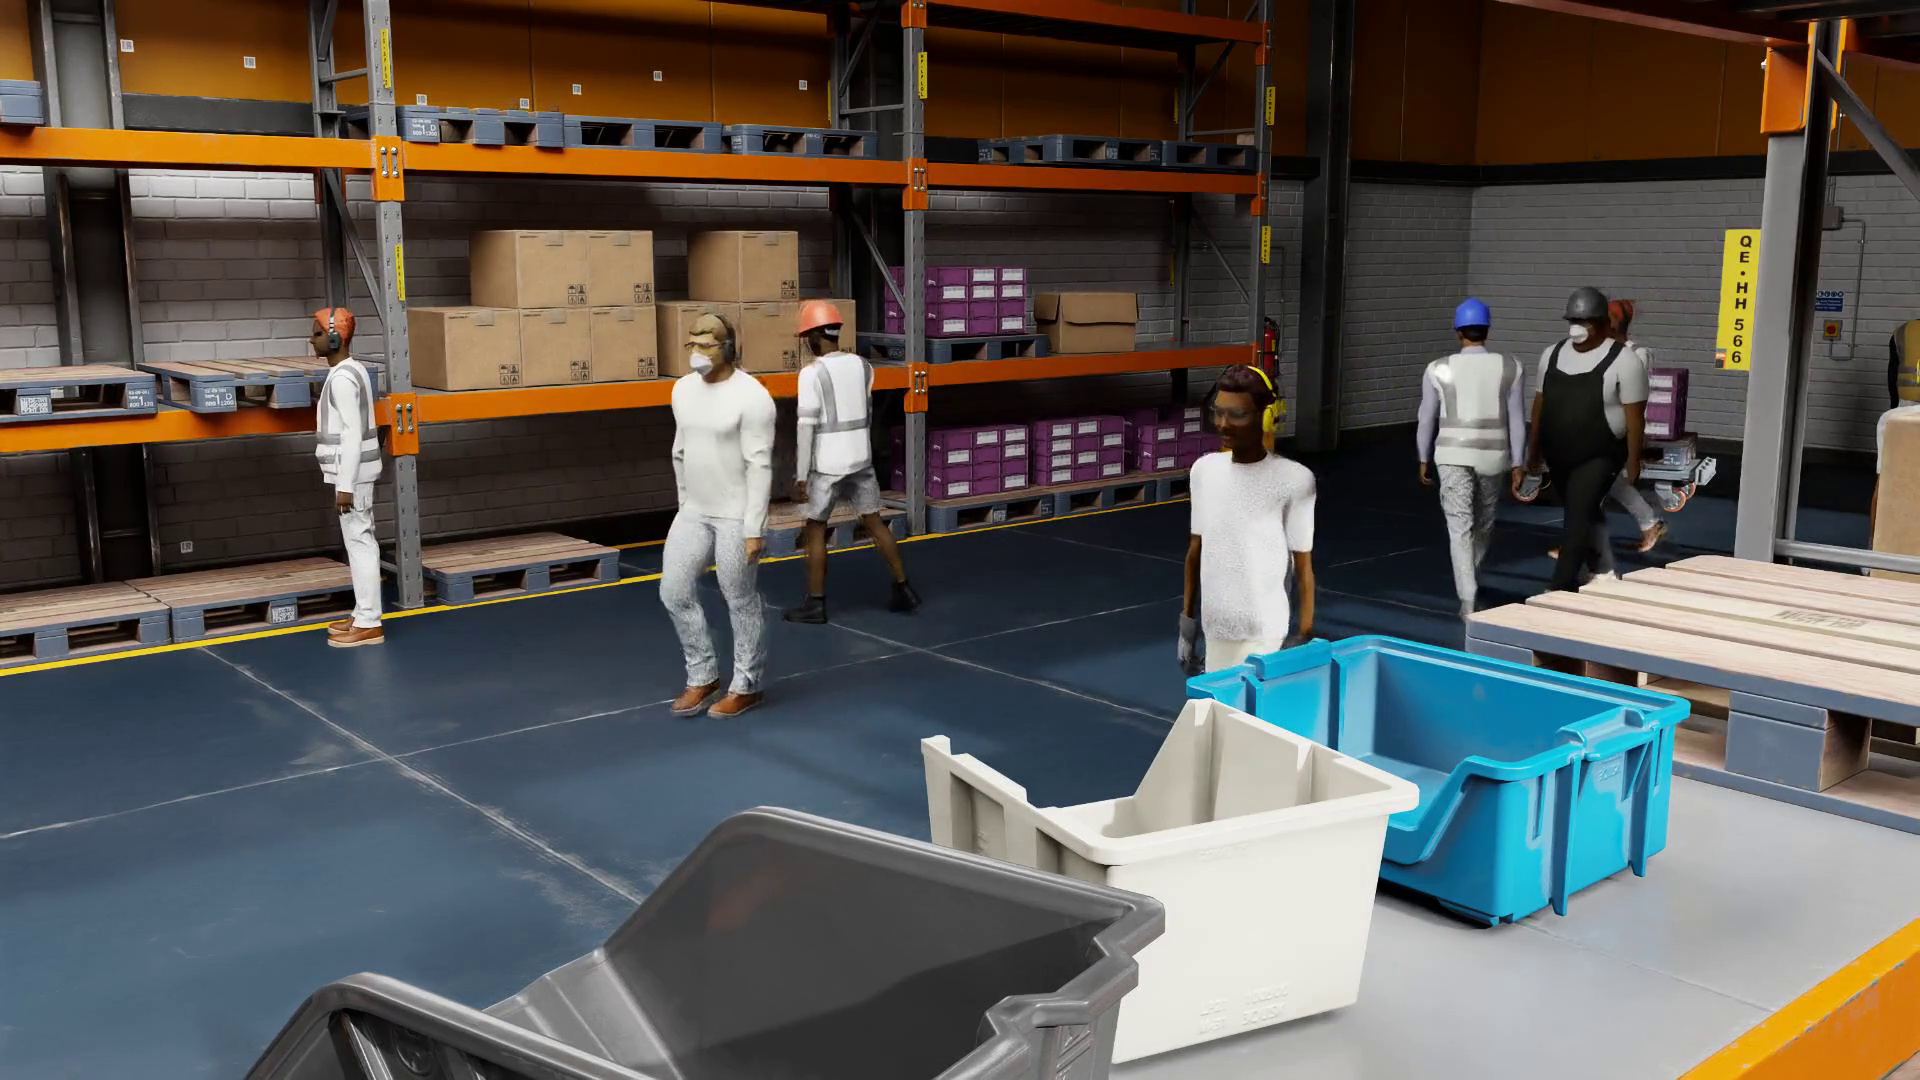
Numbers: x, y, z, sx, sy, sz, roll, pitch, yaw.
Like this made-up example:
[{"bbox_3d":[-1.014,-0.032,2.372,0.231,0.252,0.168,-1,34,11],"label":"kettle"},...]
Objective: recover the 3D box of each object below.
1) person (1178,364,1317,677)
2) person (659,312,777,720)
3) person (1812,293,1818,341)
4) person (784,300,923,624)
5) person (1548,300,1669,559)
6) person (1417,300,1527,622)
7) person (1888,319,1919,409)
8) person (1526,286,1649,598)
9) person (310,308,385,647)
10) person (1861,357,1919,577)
[{"bbox_3d":[1.014,0.311,5.697,0.789,1.850,0.527,-9,14,-42],"label":"person"},{"bbox_3d":[-1.146,-0.088,7.710,0.667,1.919,0.583,7,12,35],"label":"person"},{"bbox_3d":[7.438,-1.369,15.009,0.374,1.900,0.783,3,10,15],"label":"person"},{"bbox_3d":[-0.659,-0.453,9.848,0.783,1.899,0.577,-10,14,-43],"label":"person"},{"bbox_3d":[4.691,-0.787,11.849,0.934,1.851,0.587,-2,10,-10],"label":"person"},{"bbox_3d":[3.086,-0.504,10.108,0.618,1.889,1.018,1,10,7],"label":"person"},{"bbox_3d":[8.245,-1.201,14.187,0.430,1.841,0.623,-7,12,-35],"label":"person"},{"bbox_3d":[3.894,-0.614,10.328,1.045,2.000,0.674,-7,12,-33],"label":"person"},{"bbox_3d":[-3.410,-0.346,9.269,0.362,1.883,0.575,-3,11,-15],"label":"person"},{"bbox_3d":[4.120,0.060,7.051,0.518,1.865,0.328,8,13,37],"label":"person"}]
